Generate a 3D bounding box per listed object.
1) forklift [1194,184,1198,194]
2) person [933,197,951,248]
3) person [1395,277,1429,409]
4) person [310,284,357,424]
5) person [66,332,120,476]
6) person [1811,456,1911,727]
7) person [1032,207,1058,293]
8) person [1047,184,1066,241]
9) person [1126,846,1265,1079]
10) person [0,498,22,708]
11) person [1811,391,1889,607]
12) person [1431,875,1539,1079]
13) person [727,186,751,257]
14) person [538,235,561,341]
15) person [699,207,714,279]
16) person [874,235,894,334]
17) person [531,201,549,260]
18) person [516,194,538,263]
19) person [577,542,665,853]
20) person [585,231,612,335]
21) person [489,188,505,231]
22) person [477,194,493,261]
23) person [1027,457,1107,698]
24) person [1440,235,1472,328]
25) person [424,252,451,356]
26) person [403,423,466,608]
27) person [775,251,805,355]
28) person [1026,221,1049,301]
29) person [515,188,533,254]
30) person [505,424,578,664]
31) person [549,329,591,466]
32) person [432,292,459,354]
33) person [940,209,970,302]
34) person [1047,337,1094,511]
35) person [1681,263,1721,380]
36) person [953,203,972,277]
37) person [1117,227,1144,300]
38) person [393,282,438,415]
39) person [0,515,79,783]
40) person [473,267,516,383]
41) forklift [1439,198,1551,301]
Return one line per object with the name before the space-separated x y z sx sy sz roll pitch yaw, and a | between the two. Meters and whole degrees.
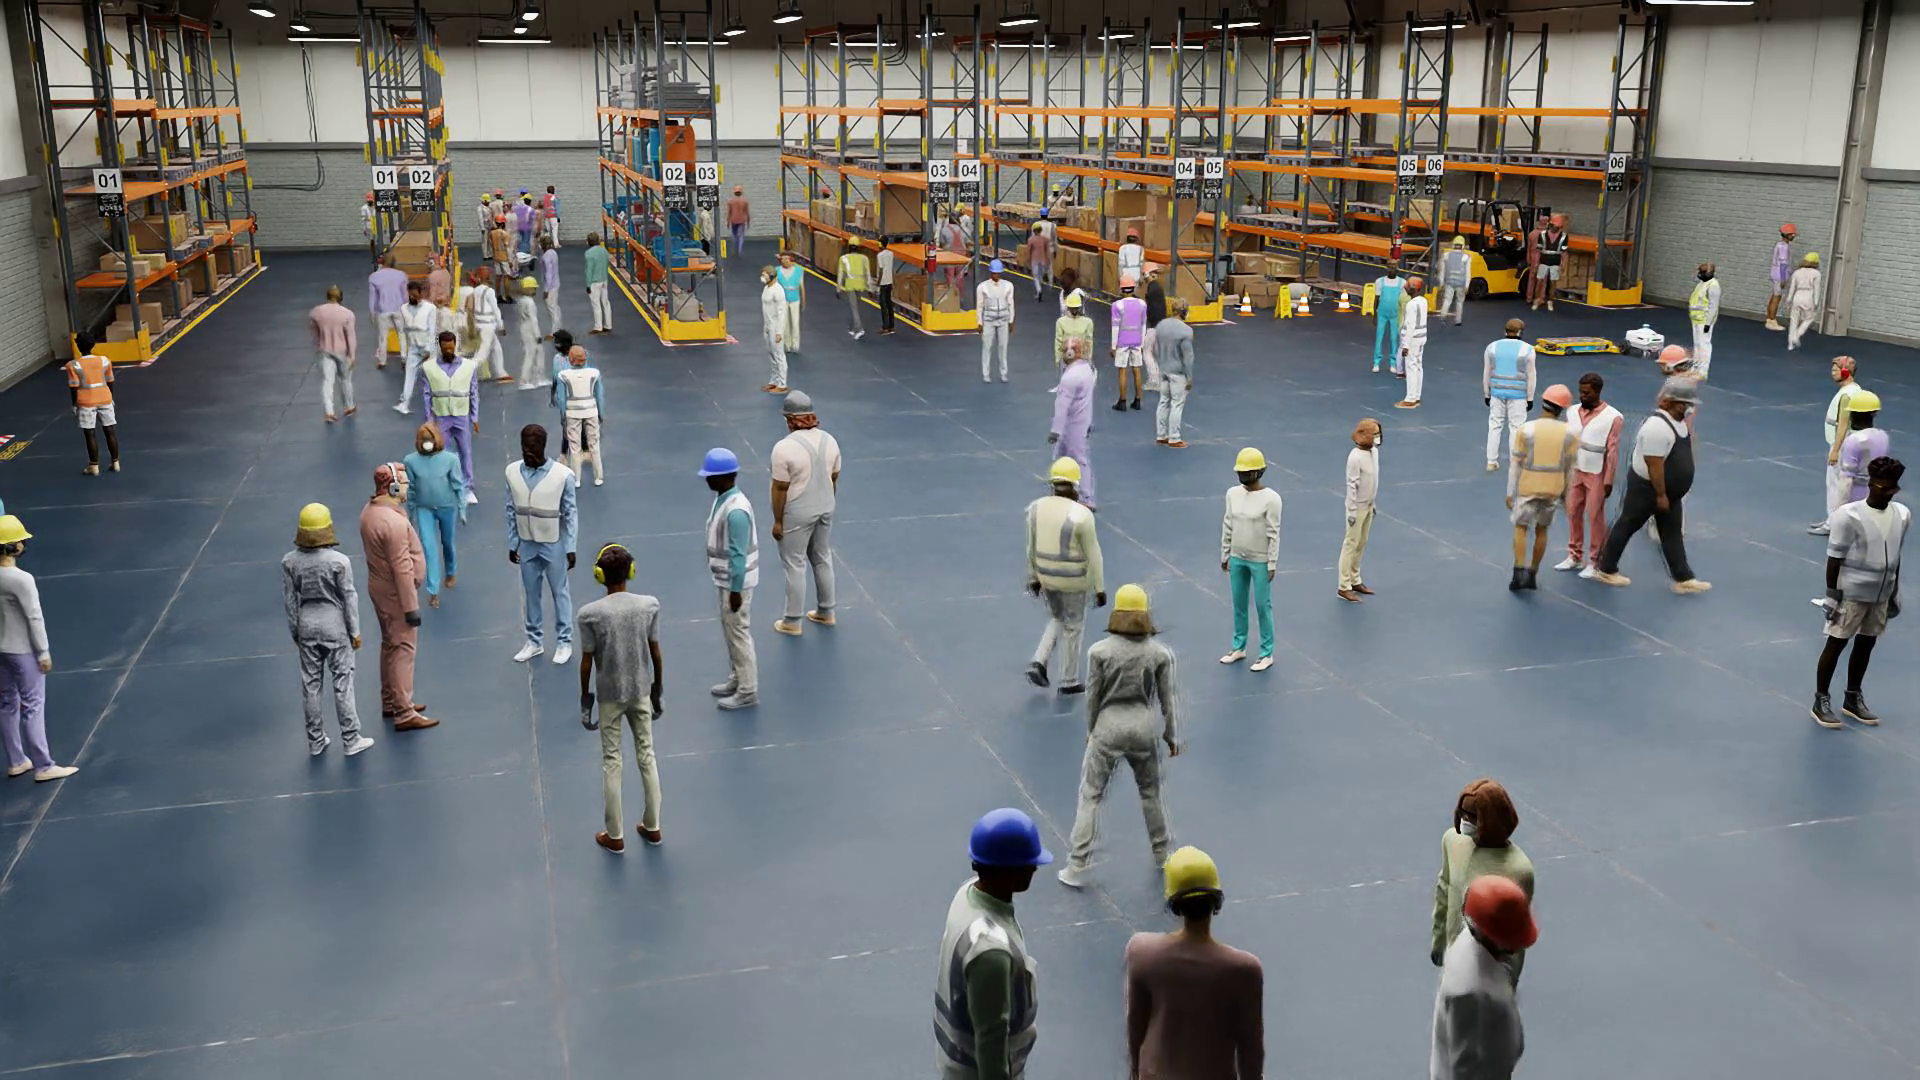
forklift | 7.392 -11.333 53.972 1.873 2.768 1.129 -4 15 -15
person | -0.522 -9.607 49.494 0.632 1.836 0.429 -11 19 -37
person | 6.501 -2.829 23.884 0.362 1.883 0.575 10 18 34
person | -8.590 -2.559 22.872 0.619 1.895 1.029 -1 15 -3
person | -10.245 -1.612 19.665 0.318 1.697 0.535 11 18 36
person | 6.369 0.360 11.725 0.612 1.962 0.363 -3 15 -12
person | 1.925 -6.612 37.995 0.604 1.949 0.389 -2 15 -6
person | 2.833 -9.563 49.223 0.615 1.893 0.511 -1 15 -3
person | 0.847 1.971 6.108 0.528 1.742 0.413 6 16 22
person | -7.027 0.314 11.875 0.415 1.985 0.610 7 16 25
person | 7.773 -0.342 14.469 0.592 1.917 0.399 -11 18 -35
person | 1.925 1.965 6.191 0.363 1.705 0.730 6 16 21
person | -6.233 -8.989 46.942 0.648 1.939 1.005 -1 15 -2
person | -7.532 -4.626 30.539 0.370 1.941 0.627 -1 15 -3
person | -6.251 -7.468 41.154 0.415 1.985 0.610 -2 15 -8
person | -1.435 -4.822 31.417 0.311 1.865 0.533 8 17 28
person | -11.504 -8.536 45.876 0.812 1.595 0.541 -4 16 -16
person | -11.551 -8.290 44.445 0.611 1.869 0.798 7 16 24
person | -1.986 0.928 9.789 0.507 1.863 0.331 -8 17 -27
person | -6.841 -4.843 31.386 0.370 1.930 0.626 7 16 23
person | -12.420 -8.507 45.041 0.623 1.989 0.400 2 15 6
person | -12.969 -8.567 45.576 0.403 1.833 0.586 2 15 7
person | 0.774 0.291 12.288 0.441 1.809 0.636 -13 20 -41
person | 9.565 -4.988 32.182 0.595 1.801 0.783 9 17 30
person | -8.645 -3.806 27.522 0.410 1.905 0.641 1 15 4
person | -4.659 -0.271 14.817 0.511 1.593 0.839 -3 15 -13
person | -2.974 -4.099 28.833 0.565 1.786 0.956 -1 15 -3
person | 1.734 -6.130 36.597 0.527 1.743 0.730 -4 15 -16
person | -12.279 -8.898 46.718 0.398 1.901 0.756 8 17 26
person | -3.278 0.022 13.089 0.590 1.920 0.399 4 15 15
person | -4.777 -1.683 19.967 0.790 1.660 0.557 -14 20 -43
person | -7.450 -2.822 24.354 0.455 1.623 0.546 -4 16 -16
person | -0.152 -6.189 36.225 0.684 2.000 0.537 -5 16 -19
person | 1.111 -1.235 17.865 0.721 1.885 0.653 4 15 14
person | 11.771 -3.469 26.373 0.430 1.844 0.624 2 15 6
person | 0.009 -7.506 41.580 0.598 1.832 0.404 12 19 38
person | 3.335 -5.158 32.584 0.556 1.912 0.479 -5 16 -19
person | -7.644 -2.692 23.435 0.581 1.855 0.994 4 15 14
person | -6.104 0.705 10.808 0.525 1.769 0.327 8 17 27
person | -7.369 -3.302 25.725 0.914 1.845 0.557 -11 18 -36
forklift | 11.913 -6.508 37.130 2.313 2.155 1.214 -4 15 -15
